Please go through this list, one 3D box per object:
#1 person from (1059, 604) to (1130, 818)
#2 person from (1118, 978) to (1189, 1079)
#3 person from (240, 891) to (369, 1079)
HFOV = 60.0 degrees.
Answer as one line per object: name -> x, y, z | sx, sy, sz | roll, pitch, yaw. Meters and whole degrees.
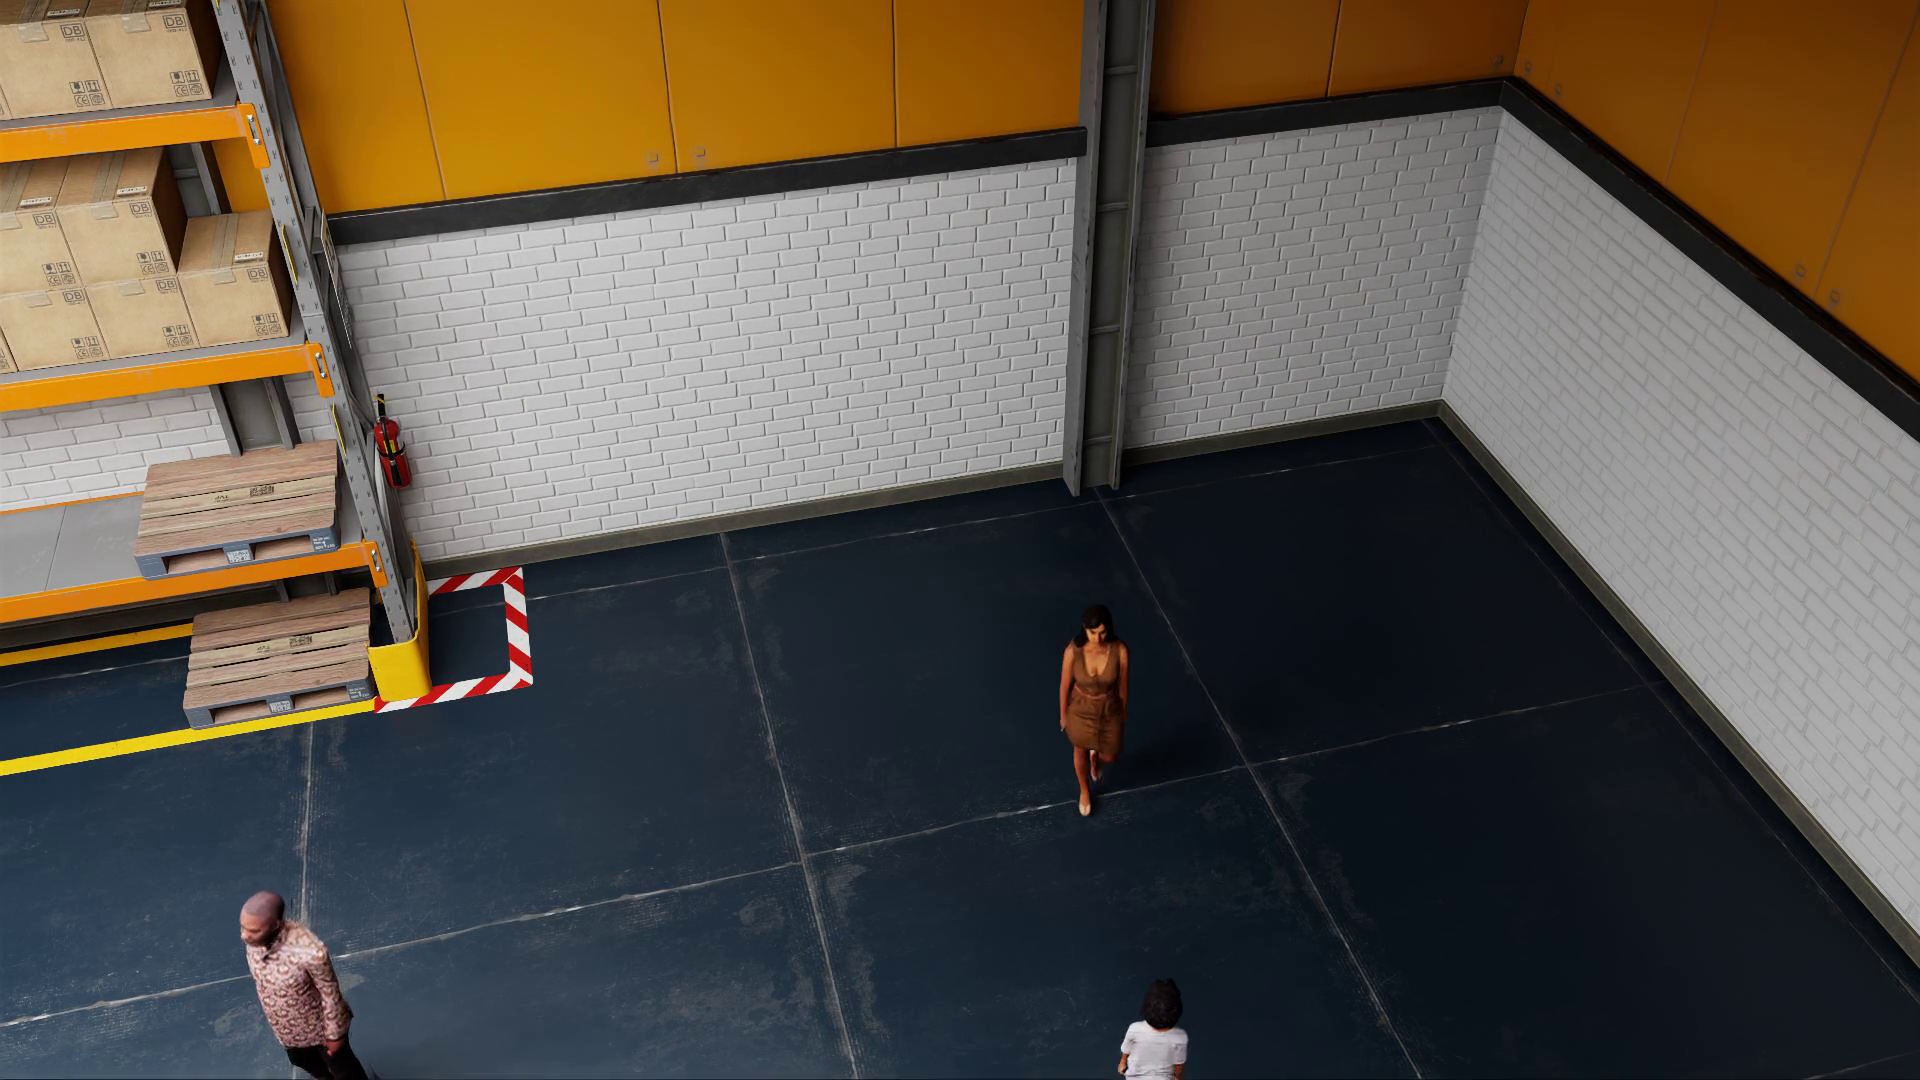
person -> 0.824, 1.002, 10.277 | 0.698, 1.679, 0.744 | 0, 39, 0
person -> 0.971, 2.737, 8.455 | 0.793, 1.242, 0.676 | 0, 39, 1
person -> -3.305, 2.374, 8.448 | 0.794, 1.818, 0.874 | 16, 41, 19
